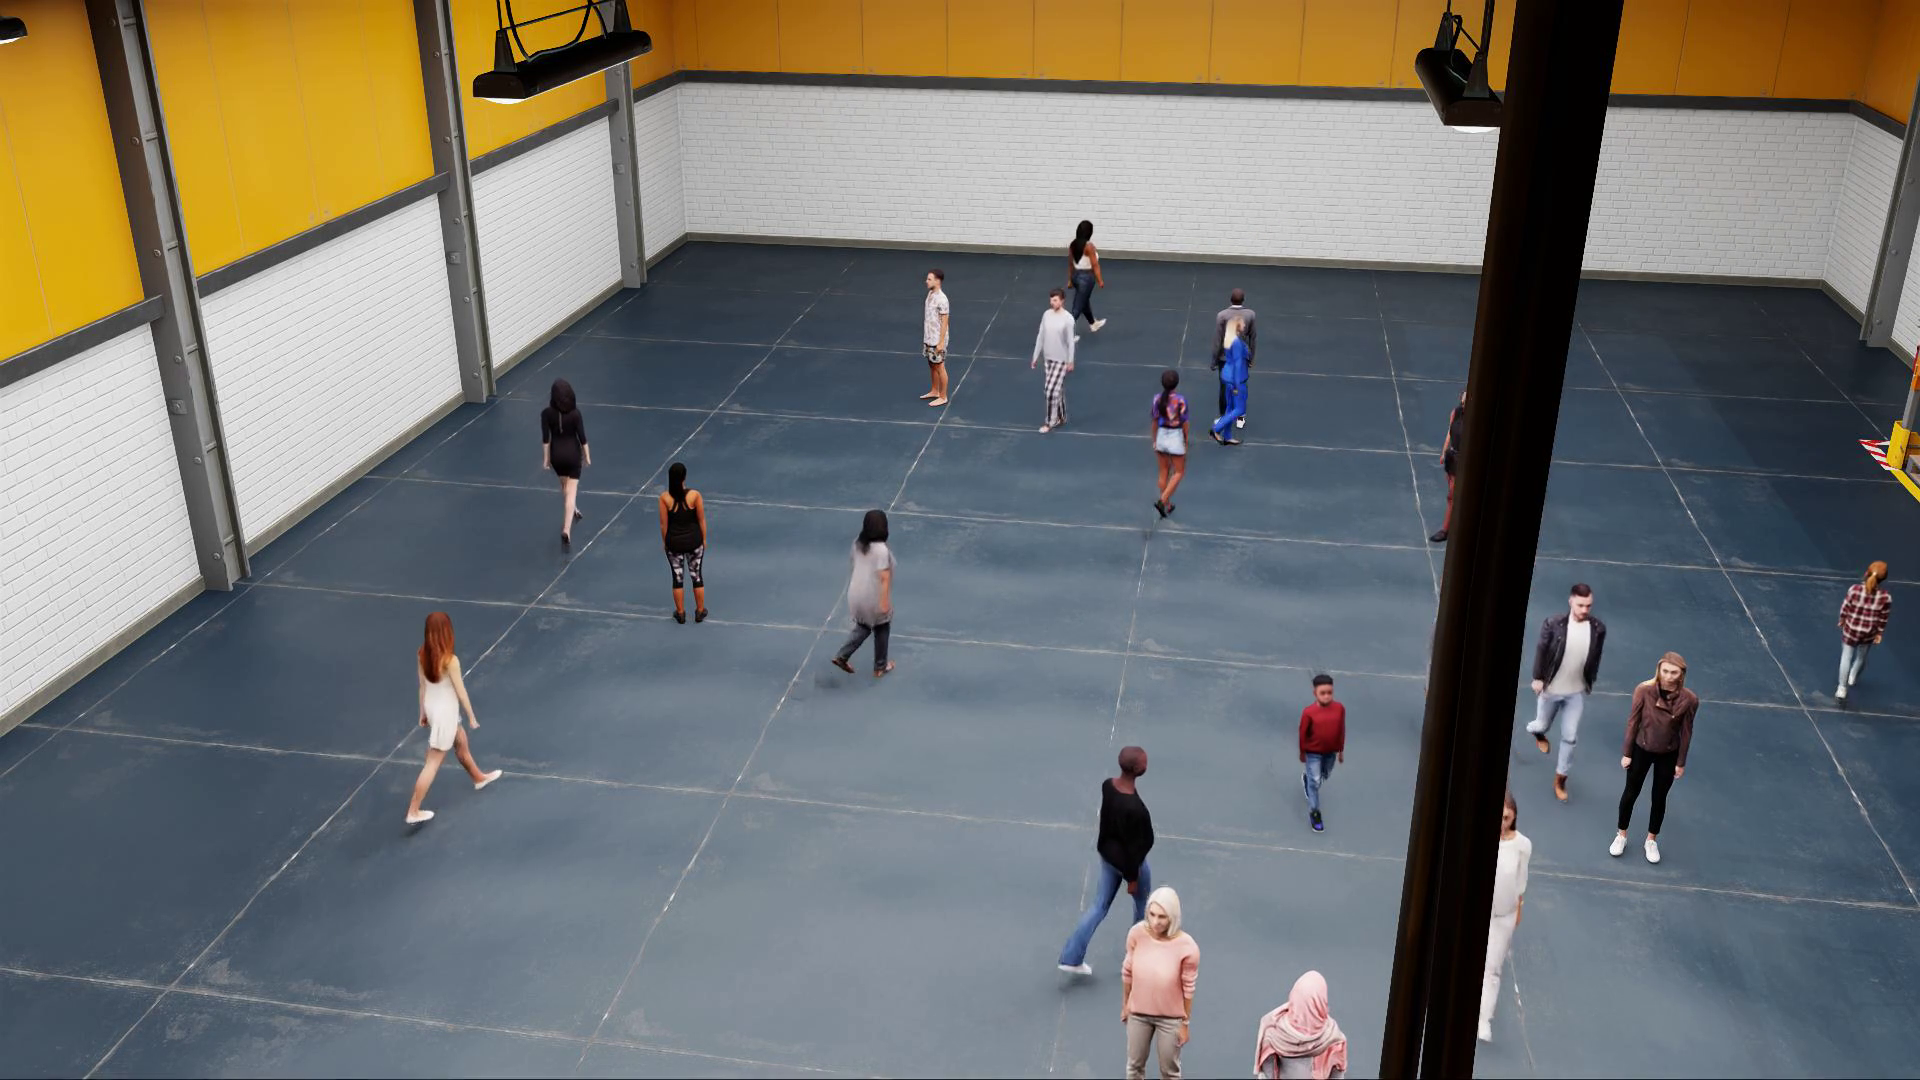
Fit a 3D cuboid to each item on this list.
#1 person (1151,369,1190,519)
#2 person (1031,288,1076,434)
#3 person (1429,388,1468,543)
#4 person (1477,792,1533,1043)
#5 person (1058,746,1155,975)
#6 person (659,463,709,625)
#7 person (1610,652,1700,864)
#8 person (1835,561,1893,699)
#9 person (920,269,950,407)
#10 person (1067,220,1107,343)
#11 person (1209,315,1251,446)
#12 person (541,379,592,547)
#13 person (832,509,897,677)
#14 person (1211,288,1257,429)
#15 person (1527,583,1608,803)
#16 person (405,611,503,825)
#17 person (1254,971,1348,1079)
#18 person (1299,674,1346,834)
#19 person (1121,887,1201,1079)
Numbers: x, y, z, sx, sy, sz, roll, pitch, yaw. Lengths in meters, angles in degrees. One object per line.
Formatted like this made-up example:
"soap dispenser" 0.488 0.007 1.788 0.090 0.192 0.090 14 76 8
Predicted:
"person" 2.283 -1.021 18.302 0.769 1.732 0.927 13 27 28
"person" 1.266 -2.312 21.134 1.024 1.831 0.916 -21 31 -40
"person" 5.442 -0.836 17.895 1.048 1.719 1.085 -11 26 -24
"person" 3.397 2.327 10.753 0.707 1.645 1.078 7 25 15
"person" 1.004 2.161 11.046 1.133 1.715 1.120 -14 27 -28
"person" -2.660 0.013 16.027 0.639 1.660 0.618 -4 24 -9
"person" 5.165 1.590 12.364 0.640 1.704 0.566 9 25 19
"person" 7.940 0.805 14.679 0.681 1.289 0.959 11 26 23
"person" -0.307 -2.710 22.063 0.811 1.816 0.702 -10 25 -21
"person" 1.735 -3.782 24.580 1.184 1.763 1.151 -14 27 -29
"person" 3.278 -1.937 20.450 0.818 1.691 0.771 -5 24 -11
"person" -4.212 -0.779 17.720 0.702 1.755 1.157 1 24 3
"person" -0.866 0.524 14.961 0.990 1.578 0.905 -19 30 -37
"person" 3.479 -2.301 21.124 0.766 1.818 0.666 -1 24 -2
"person" 4.799 1.138 13.271 0.726 1.807 1.053 0 24 0
"person" -4.063 1.404 12.846 0.918 1.660 1.241 16 28 32
"person" 1.812 3.057 8.883 0.657 1.804 0.631 7 25 16
"person" 2.792 1.589 12.945 0.690 1.240 0.895 -5 24 -11
"person" 1.158 2.740 9.708 0.655 1.725 0.608 11 26 23
